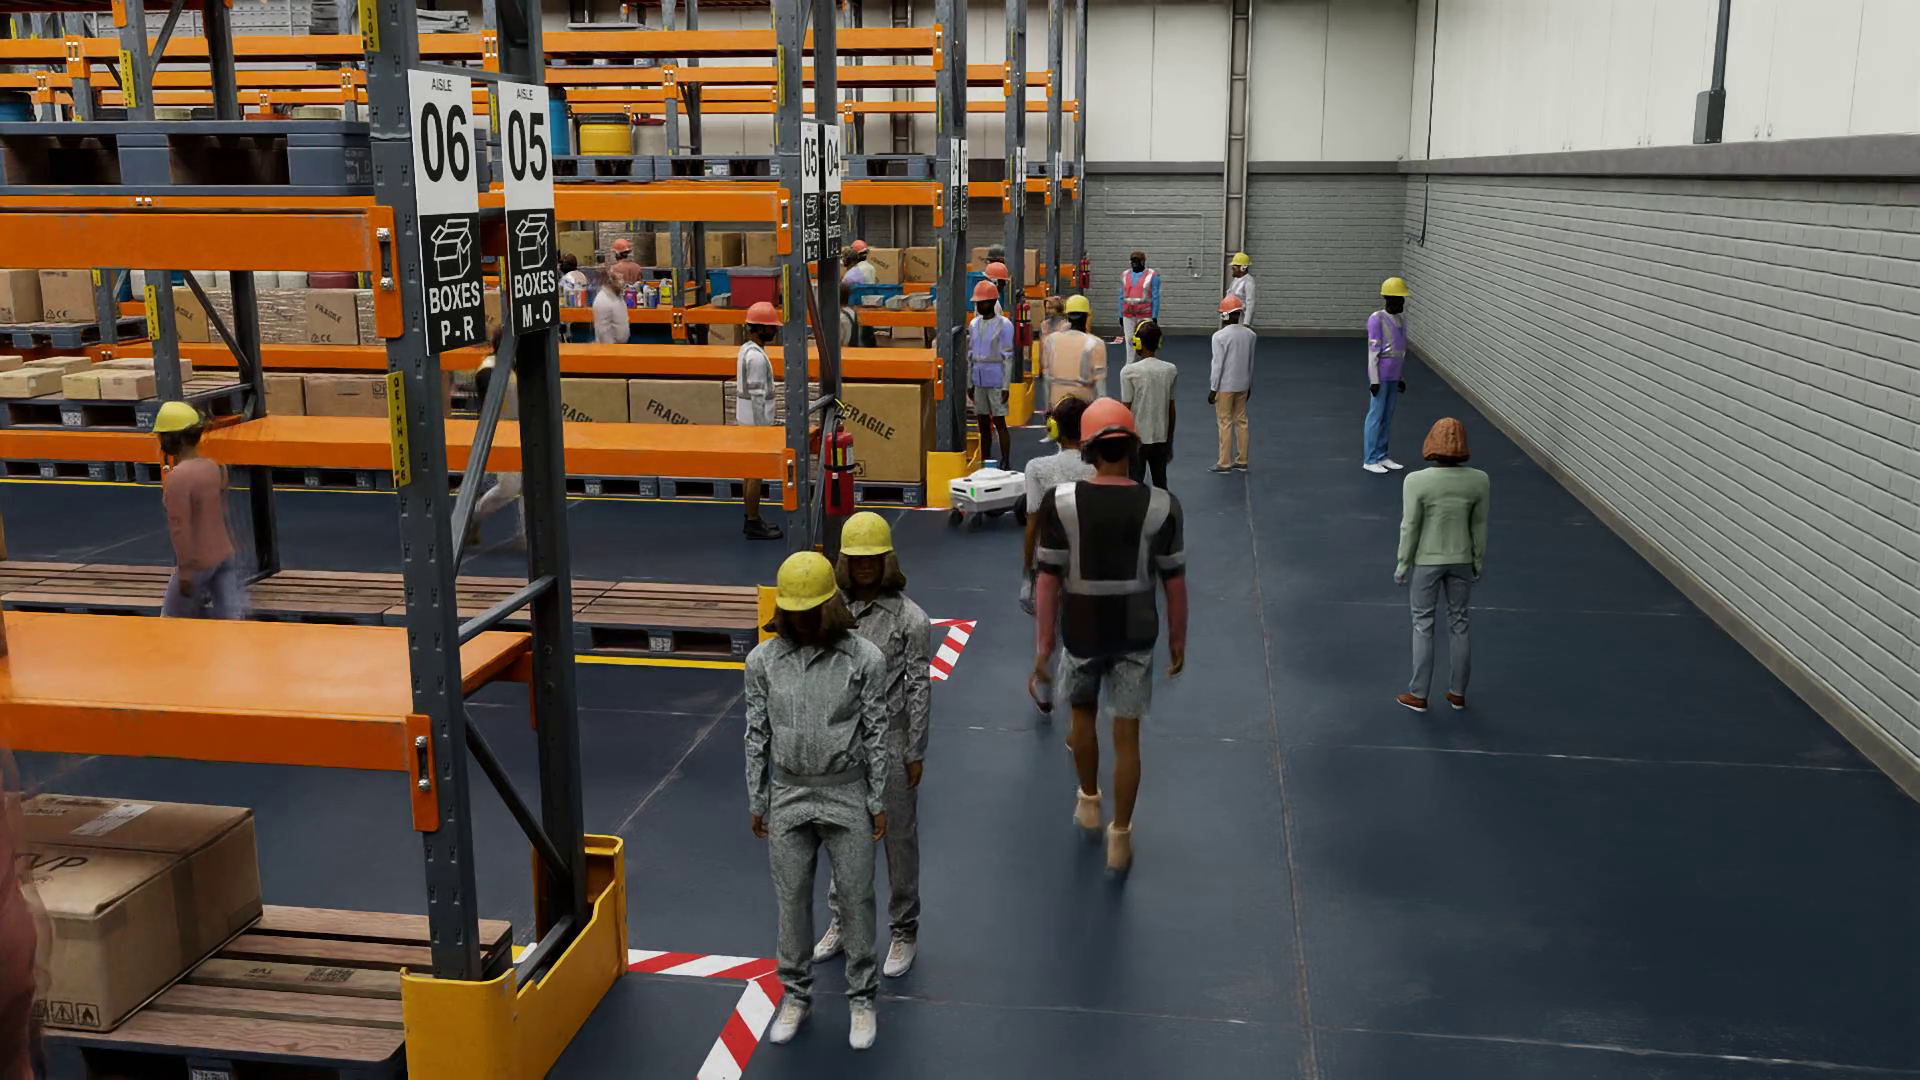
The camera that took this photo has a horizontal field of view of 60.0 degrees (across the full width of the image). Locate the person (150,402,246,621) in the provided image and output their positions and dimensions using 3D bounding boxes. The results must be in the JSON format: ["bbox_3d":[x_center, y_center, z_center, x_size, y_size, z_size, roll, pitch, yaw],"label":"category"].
[{"bbox_3d":[-4.203,0.119,9.026,0.783,1.733,0.551,1,13,4],"label":"person"}]

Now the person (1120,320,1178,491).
[{"bbox_3d":[1.414,-0.726,12.579,0.502,1.859,0.338,-6,14,-27],"label":"person"}]

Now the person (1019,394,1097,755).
[{"bbox_3d":[0.556,0.147,8.691,0.558,1.819,0.978,-2,13,-7],"label":"person"}]

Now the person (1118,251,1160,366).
[{"bbox_3d":[2.563,-3.243,23.999,0.630,1.838,0.431,7,14,28],"label":"person"}]

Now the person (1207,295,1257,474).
[{"bbox_3d":[2.665,-1.539,16.471,0.570,1.749,0.342,-9,15,-35],"label":"person"}]

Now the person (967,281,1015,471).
[{"bbox_3d":[0.268,-1.522,16.013,0.544,1.932,0.379,12,17,43],"label":"person"}]

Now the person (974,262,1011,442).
[{"bbox_3d":[0.353,-2.057,18.313,0.411,1.978,0.629,-3,13,-14],"label":"person"}]

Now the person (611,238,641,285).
[{"bbox_3d":[-4.888,-3.388,24.267,0.375,1.997,0.612,8,15,32],"label":"person"}]

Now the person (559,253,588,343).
[{"bbox_3d":[-5.395,-3.048,23.084,0.429,1.845,0.621,3,13,11],"label":"person"}]

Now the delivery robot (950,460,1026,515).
[{"bbox_3d":[0.258,-0.431,13.988,0.707,0.478,0.477,-10,16,-39],"label":"delivery robot"}]

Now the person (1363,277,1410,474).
[{"bbox_3d":[4.246,-1.635,16.510,0.370,1.928,0.585,11,17,41],"label":"person"}]

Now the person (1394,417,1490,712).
[{"bbox_3d":[2.648,0.139,9.169,0.508,1.632,0.265,-2,13,-8],"label":"person"}]

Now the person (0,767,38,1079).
[{"bbox_3d":[-2.591,1.111,4.223,0.534,1.880,0.714,-5,13,-21],"label":"person"}]

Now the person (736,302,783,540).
[{"bbox_3d":[-1.610,-0.960,13.468,0.389,1.929,0.544,-3,13,-14],"label":"person"}]

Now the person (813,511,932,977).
[{"bbox_3d":[-0.344,0.751,6.156,0.491,1.746,0.284,5,14,23],"label":"person"}]

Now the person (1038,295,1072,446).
[{"bbox_3d":[1.056,-1.847,18.146,0.315,1.631,0.524,-11,17,-41],"label":"person"}]

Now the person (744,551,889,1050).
[{"bbox_3d":[-0.485,0.879,5.611,0.490,1.731,0.320,1,13,4],"label":"person"}]

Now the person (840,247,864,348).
[{"bbox_3d":[-1.477,-3.053,22.888,0.370,1.940,0.627,0,12,2],"label":"person"}]

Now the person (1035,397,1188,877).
[{"bbox_3d":[0.655,0.384,7.210,0.650,2.004,0.852,1,13,4],"label":"person"}]

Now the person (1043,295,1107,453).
[{"bbox_3d":[1.001,-1.171,14.487,0.625,1.893,0.586,7,14,27],"label":"person"}]

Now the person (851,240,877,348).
[{"bbox_3d":[-1.399,-3.287,23.831,0.399,1.987,0.612,4,13,17],"label":"person"}]

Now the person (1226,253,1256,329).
[{"bbox_3d":[3.930,-3.114,23.402,0.404,1.835,0.587,-3,13,-12],"label":"person"}]
